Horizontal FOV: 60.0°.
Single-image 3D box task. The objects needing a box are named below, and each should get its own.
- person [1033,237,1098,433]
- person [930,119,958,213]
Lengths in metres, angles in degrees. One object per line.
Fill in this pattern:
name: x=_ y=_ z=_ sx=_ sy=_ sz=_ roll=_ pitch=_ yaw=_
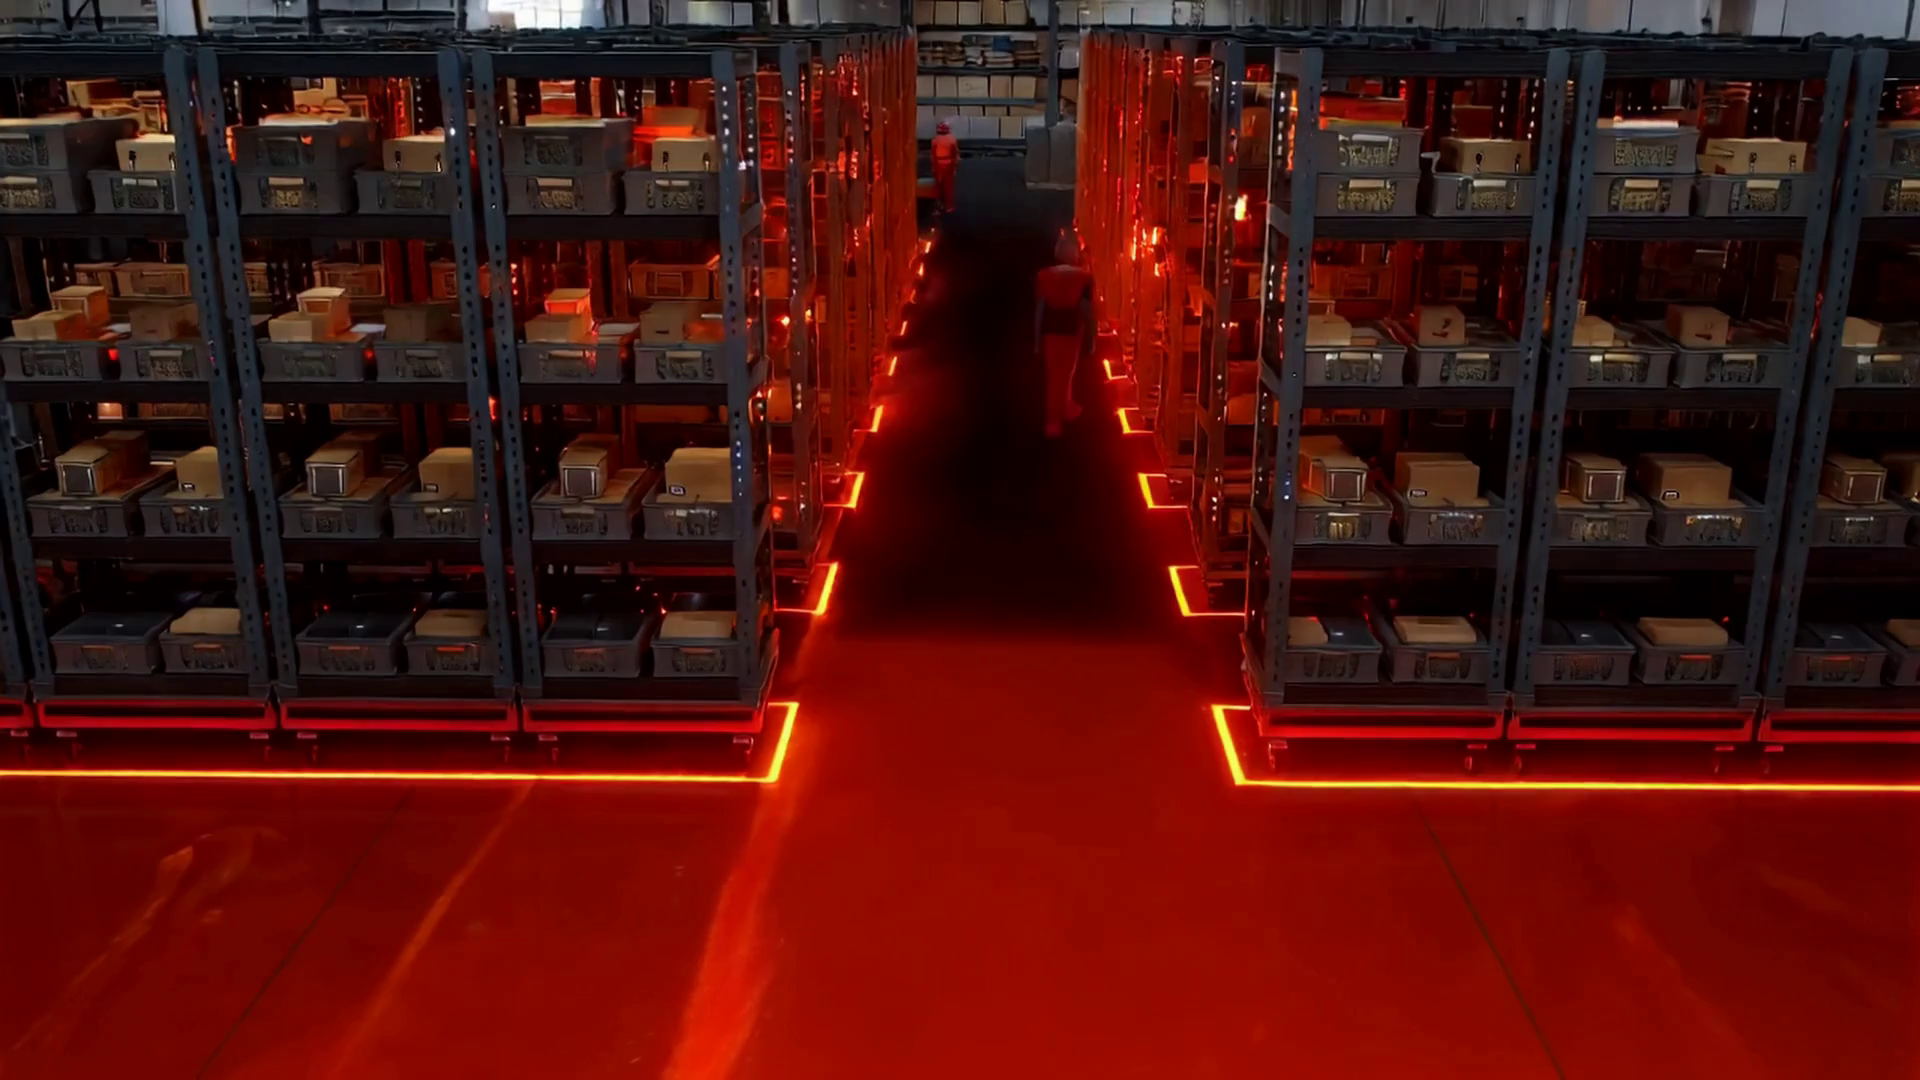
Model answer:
person: x=0.993 y=-1.928 z=15.561 sx=0.579 sy=1.799 sz=0.994 roll=8 pitch=19 yaw=24
person: x=-0.327 y=-7.430 z=33.060 sx=0.591 sy=1.826 sz=0.404 roll=6 pitch=18 yaw=19
